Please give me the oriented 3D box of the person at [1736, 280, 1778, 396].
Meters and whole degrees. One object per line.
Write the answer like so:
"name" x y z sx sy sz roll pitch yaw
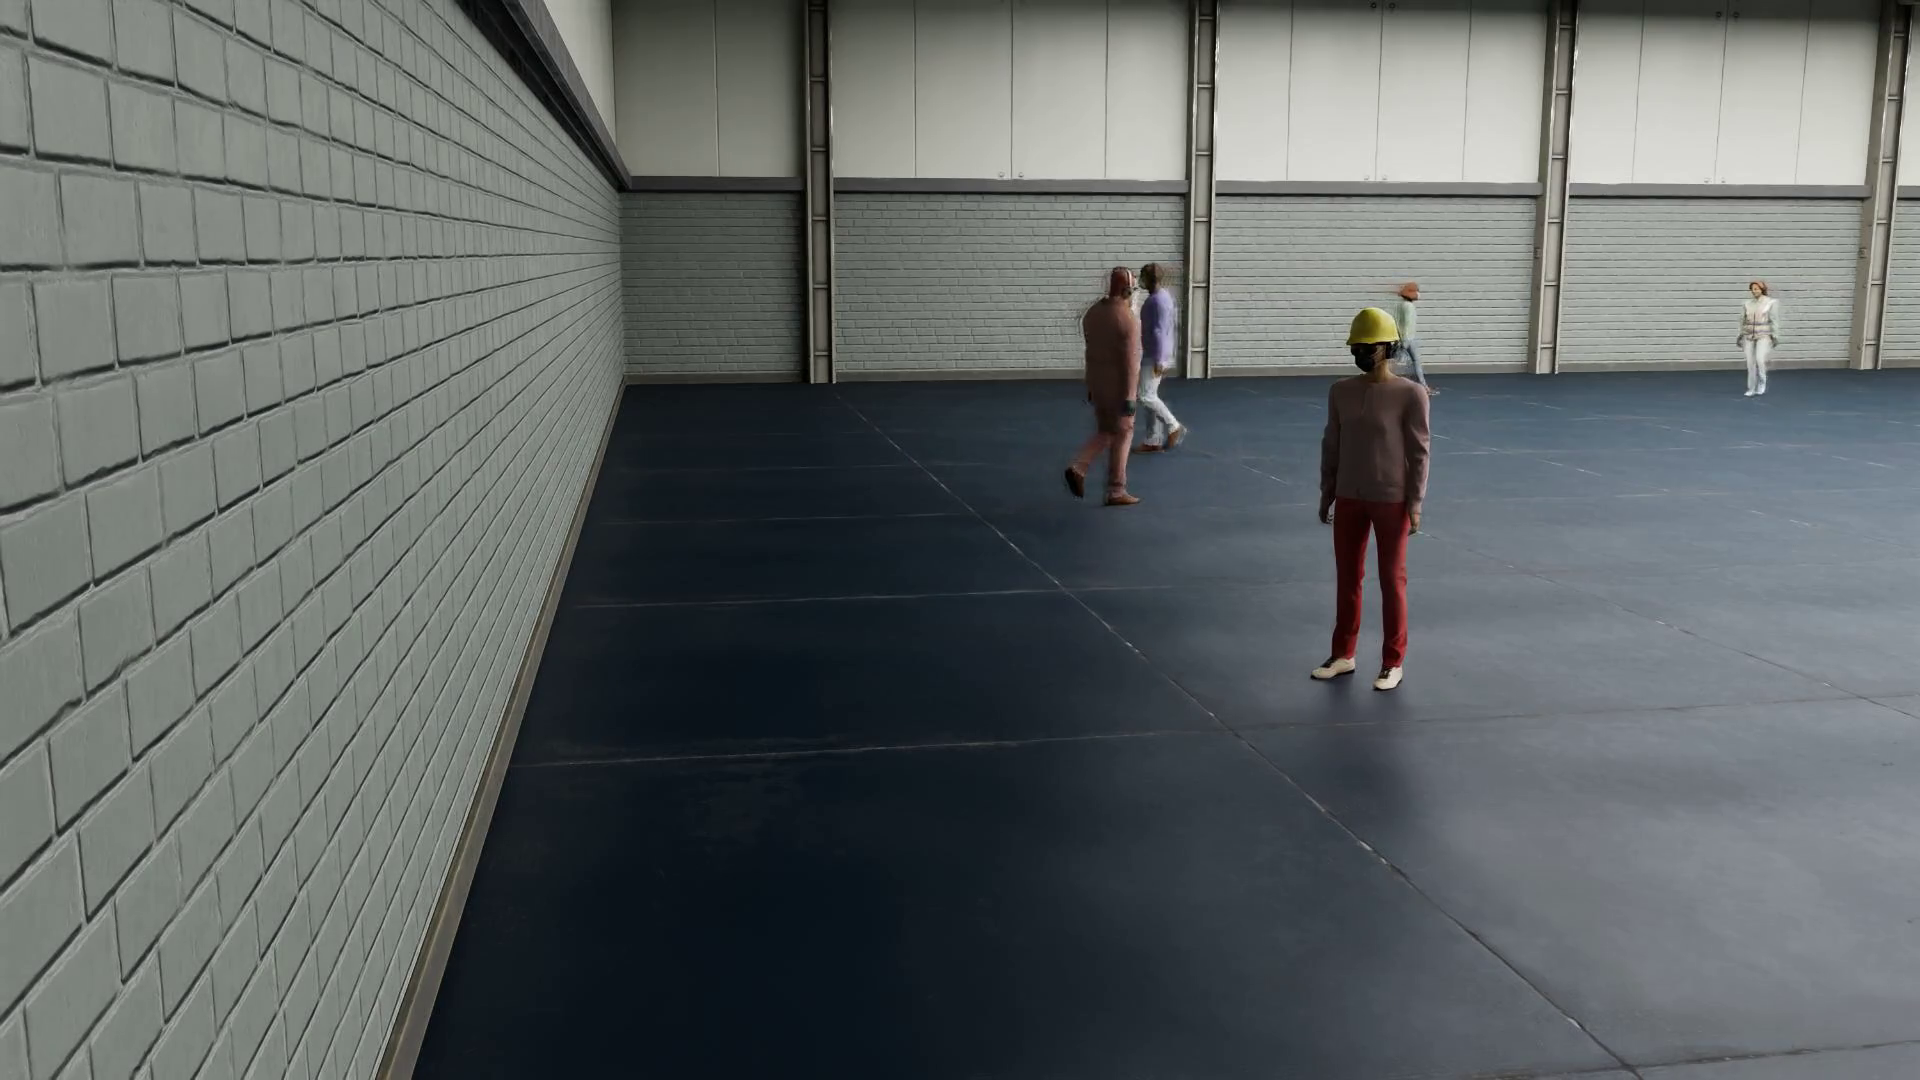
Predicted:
"person" 11.097 -2.807 23.181 0.395 1.622 0.550 -8 12 -38

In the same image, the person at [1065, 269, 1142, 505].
"person" 1.178 -1.194 13.160 0.517 1.884 0.655 -6 12 -32

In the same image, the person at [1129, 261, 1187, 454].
"person" 1.932 -1.791 16.494 0.490 1.920 0.645 0 10 -3

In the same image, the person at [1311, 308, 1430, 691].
"person" 1.895 -0.185 7.699 0.533 1.767 0.327 9 13 42

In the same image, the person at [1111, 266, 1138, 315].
"person" 2.259 -2.813 22.660 0.578 1.823 0.636 5 11 26

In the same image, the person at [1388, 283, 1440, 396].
"person" 6.270 -2.805 23.288 0.858 1.588 0.500 0 10 0
